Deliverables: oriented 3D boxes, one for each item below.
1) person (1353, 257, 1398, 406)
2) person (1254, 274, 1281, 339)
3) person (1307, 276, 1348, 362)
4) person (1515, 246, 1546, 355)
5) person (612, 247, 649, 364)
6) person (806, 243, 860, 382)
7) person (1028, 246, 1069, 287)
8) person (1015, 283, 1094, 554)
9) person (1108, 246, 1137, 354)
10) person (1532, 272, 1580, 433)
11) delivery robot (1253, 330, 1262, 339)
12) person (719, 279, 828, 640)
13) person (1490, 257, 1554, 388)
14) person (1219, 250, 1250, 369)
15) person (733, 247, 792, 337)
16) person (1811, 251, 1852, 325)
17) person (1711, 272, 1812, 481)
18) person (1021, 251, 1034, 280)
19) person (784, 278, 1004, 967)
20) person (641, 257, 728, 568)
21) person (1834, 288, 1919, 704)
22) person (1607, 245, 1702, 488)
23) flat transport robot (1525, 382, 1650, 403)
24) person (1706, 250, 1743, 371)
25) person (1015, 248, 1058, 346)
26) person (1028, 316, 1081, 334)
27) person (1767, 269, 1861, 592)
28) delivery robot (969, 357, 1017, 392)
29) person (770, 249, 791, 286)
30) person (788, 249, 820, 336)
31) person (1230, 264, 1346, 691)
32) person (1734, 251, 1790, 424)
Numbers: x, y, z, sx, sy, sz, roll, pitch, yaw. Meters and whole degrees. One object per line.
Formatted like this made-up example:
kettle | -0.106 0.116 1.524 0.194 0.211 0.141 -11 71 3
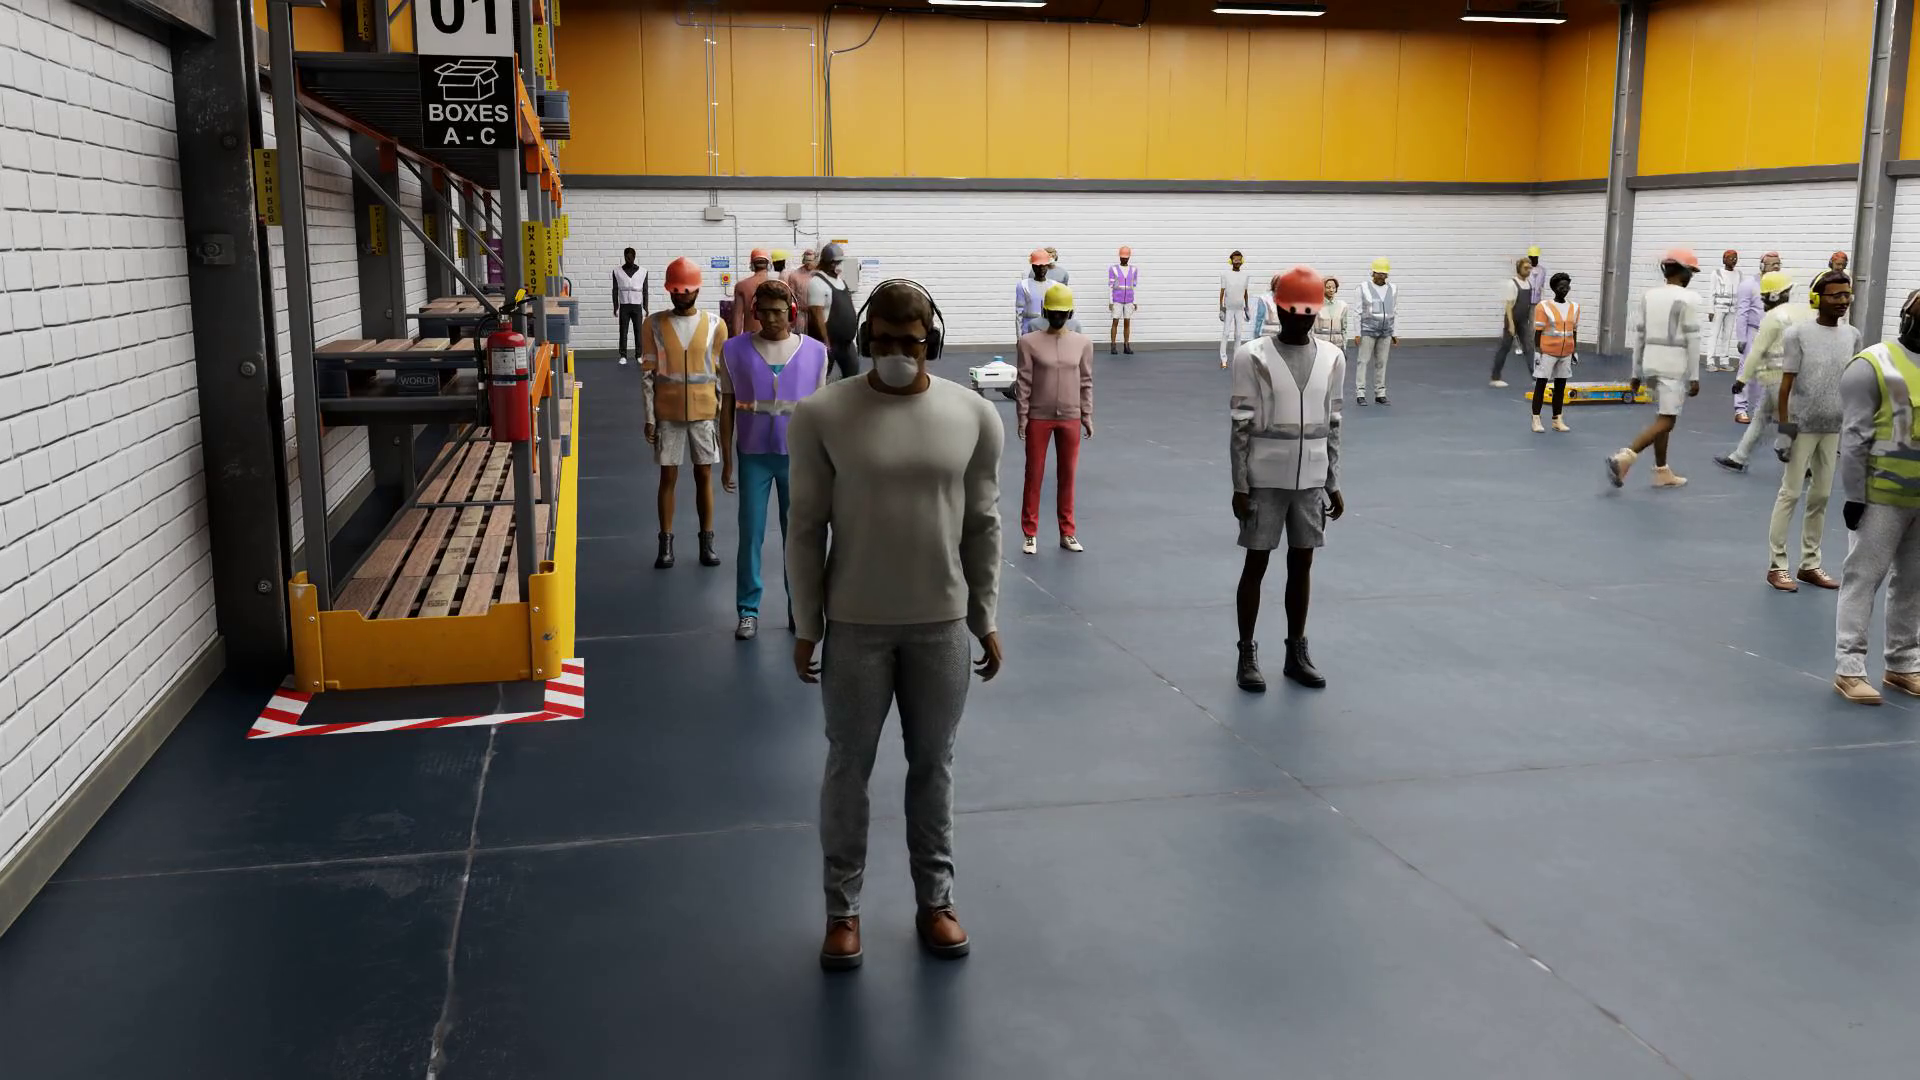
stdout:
person | 5.136 -2.561 20.506 0.588 1.822 0.403 -2 10 -12
person | 3.908 -2.442 20.376 0.551 1.615 0.599 -3 11 -15
person | 4.038 -2.086 18.377 0.514 1.639 0.311 -2 10 -12
person | 10.176 -4.272 29.685 0.585 1.929 0.371 -2 10 -12
person | -5.423 -3.851 27.404 0.588 1.912 0.390 -2 10 -12
person | -1.298 -2.258 18.218 0.854 2.000 0.697 5 11 24
person | 1.319 -3.388 24.758 0.627 1.941 0.370 -2 10 -12
person | 0.621 -0.783 10.831 0.524 1.760 0.328 -2 10 -12
person | 2.918 -4.277 29.717 0.543 1.928 0.374 -2 10 -12
person | 6.309 -1.979 17.622 0.531 1.697 0.320 -2 10 -12
delivery robot | 5.559 -3.583 29.419 0.707 0.478 0.477 5 11 27
person | -0.951 -0.413 8.556 0.564 1.837 0.388 -2 10 -12
person | 7.687 -2.957 22.772 0.544 1.791 0.969 -6 12 -31
person | 4.354 -3.643 26.360 0.520 1.874 0.327 -2 10 -12
person | -2.150 -2.221 18.246 0.619 1.957 0.806 0 10 1
person | 11.598 -2.891 22.153 0.573 1.886 0.354 -2 10 -12
person | 6.988 -1.396 14.233 0.600 1.772 0.970 -10 14 -43
person | 1.270 -3.933 27.994 0.520 1.865 0.327 -2 10 -12
person | -0.176 0.237 4.695 0.627 1.934 0.370 -2 10 -12
person | -1.704 -0.783 10.361 0.543 1.928 0.374 -2 10 -12
person | 4.178 -0.192 7.340 0.620 1.837 0.429 -2 10 -12
person | 5.635 -1.378 13.476 0.847 2.007 0.648 -4 11 -19
flat transport robot | 7.928 -1.858 20.903 1.431 0.197 0.652 -2 10 -12
person | 11.896 -3.558 25.858 0.573 1.883 0.354 -2 10 -12
person | 0.898 -2.330 18.899 0.543 1.939 0.362 -2 10 -12
person | 0.829 -1.406 14.622 0.499 1.634 0.278 -2 10 -12
person | 4.991 -0.629 9.676 0.520 1.869 0.327 -2 10 -12
delivery robot | 0.483 -2.086 21.119 0.707 0.478 0.477 -2 10 -12
person | -2.714 -3.626 26.172 0.620 1.902 0.599 -2 10 -10
person | -2.169 -3.243 24.066 0.638 1.902 0.406 -2 10 -12
person | 1.491 -0.273 7.534 0.543 1.927 0.374 -2 10 -12
person | 8.951 -2.246 18.519 0.638 1.910 0.406 -2 10 -12
